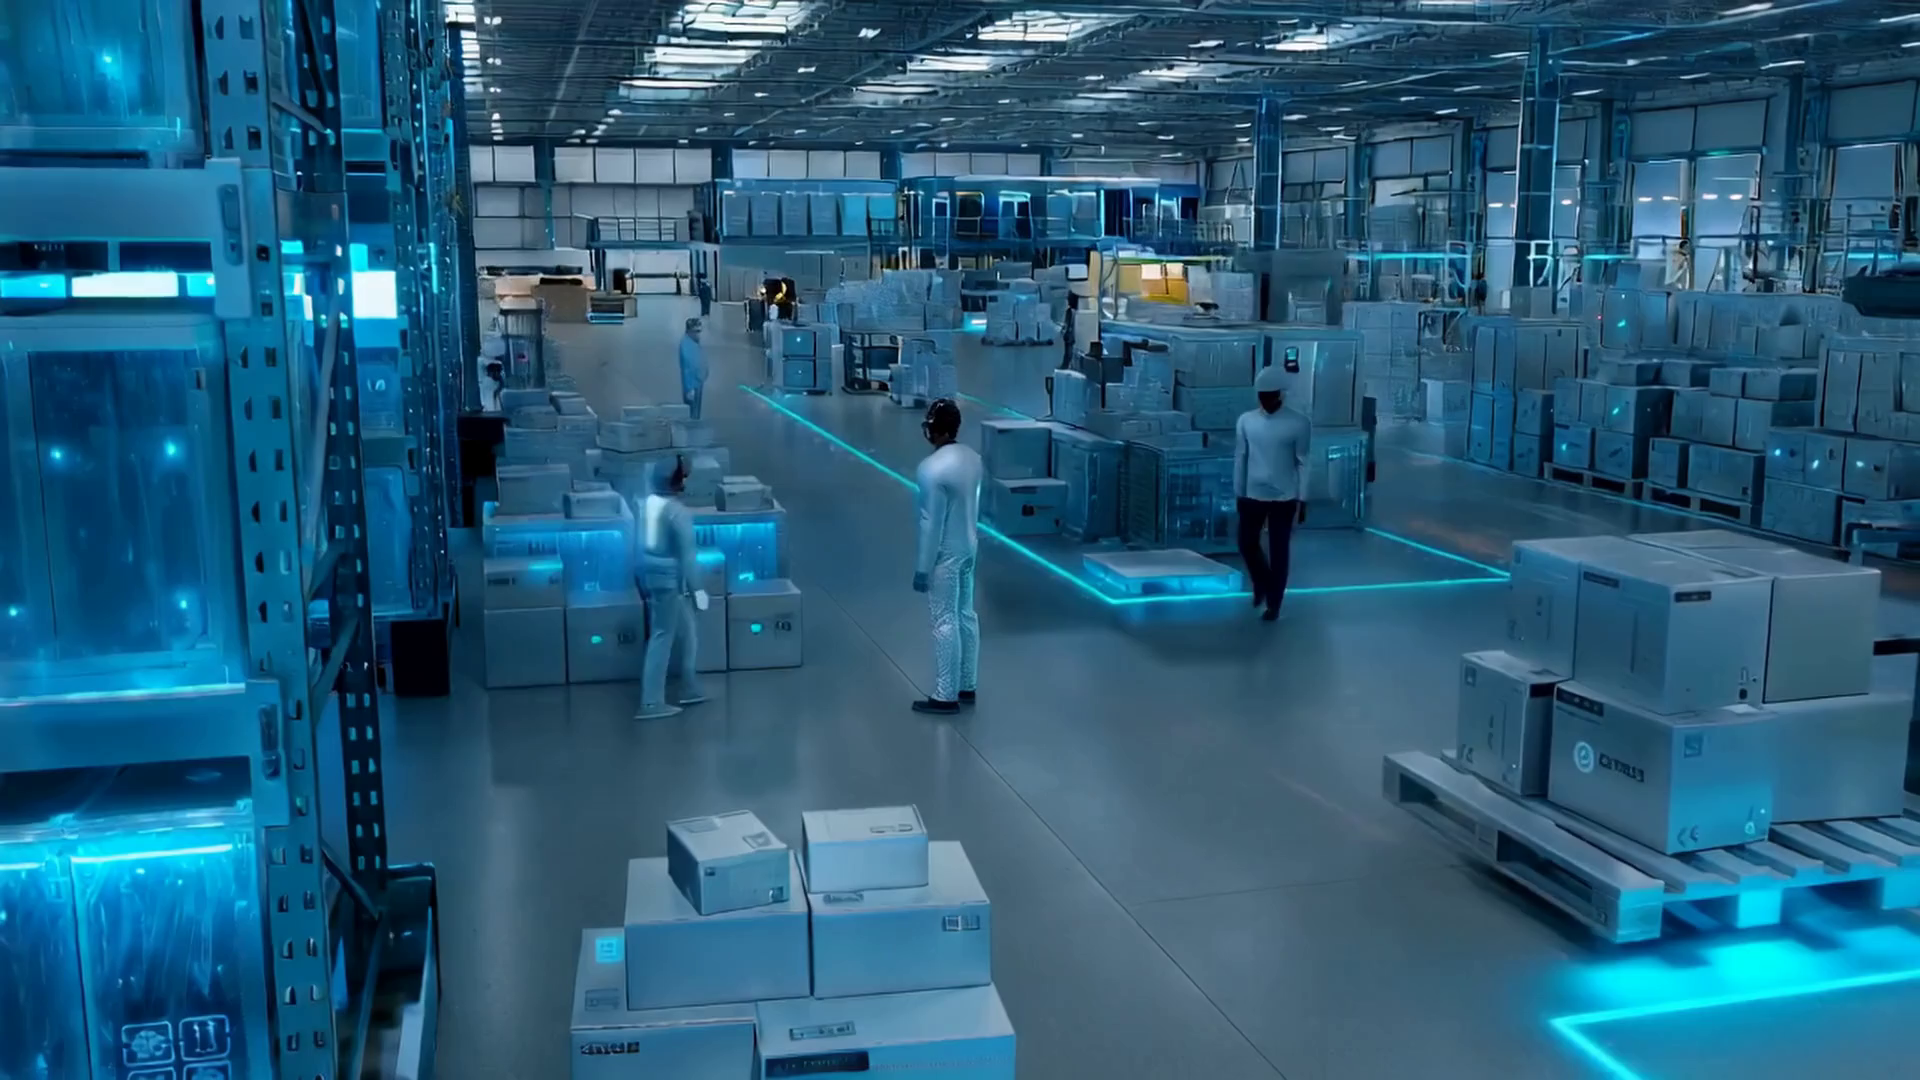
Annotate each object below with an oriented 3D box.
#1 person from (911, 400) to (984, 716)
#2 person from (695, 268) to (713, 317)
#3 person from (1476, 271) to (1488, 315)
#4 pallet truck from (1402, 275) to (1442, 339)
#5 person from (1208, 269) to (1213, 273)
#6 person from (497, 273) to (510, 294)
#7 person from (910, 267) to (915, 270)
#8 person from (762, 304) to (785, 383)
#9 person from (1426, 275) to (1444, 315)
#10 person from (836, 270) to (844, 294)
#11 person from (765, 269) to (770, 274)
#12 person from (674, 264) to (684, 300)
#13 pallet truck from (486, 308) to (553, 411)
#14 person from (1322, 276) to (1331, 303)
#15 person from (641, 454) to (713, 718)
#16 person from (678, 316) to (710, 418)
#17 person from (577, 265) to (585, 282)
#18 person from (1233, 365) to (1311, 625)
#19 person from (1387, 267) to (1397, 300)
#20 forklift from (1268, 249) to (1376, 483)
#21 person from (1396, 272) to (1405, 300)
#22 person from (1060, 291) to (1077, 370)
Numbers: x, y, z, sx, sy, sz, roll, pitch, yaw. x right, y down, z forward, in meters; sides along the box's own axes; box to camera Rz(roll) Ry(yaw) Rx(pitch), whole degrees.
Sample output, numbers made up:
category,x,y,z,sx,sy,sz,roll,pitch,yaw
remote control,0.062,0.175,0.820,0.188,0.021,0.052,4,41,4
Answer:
category,x,y,z,sx,sy,sz,roll,pitch,yaw
person,-0.088,0.110,10.213,0.371,1.941,0.627,5,11,28
person,-10.393,-10.071,67.576,0.691,2.000,0.754,1,10,4
person,18.800,-8.709,59.996,0.377,1.995,0.612,8,13,39
pallet truck,14.620,-7.324,52.145,0.823,1.965,1.885,8,13,40
person,12.526,-12.809,83.888,0.485,1.748,0.543,7,12,35
person,-19.761,-10.685,71.935,0.534,1.738,0.837,-1,10,-3
person,-1.997,-10.393,69.566,0.616,1.986,1.026,-7,12,-33
person,-3.916,-4.111,34.941,0.540,1.645,0.884,2,10,9
person,17.360,-8.768,60.782,0.648,1.832,0.436,1,10,7
person,-4.896,-9.903,67.017,0.936,1.910,0.638,-3,10,-16
person,-8.303,-10.841,72.356,0.571,1.883,0.980,-5,11,-27
person,-15.171,-13.933,89.766,0.366,1.928,0.585,7,12,33
pallet truck,-6.242,-2.418,24.362,0.823,1.965,1.885,1,10,3
person,12.295,-7.832,55.383,0.508,1.872,0.329,5,11,25
person,-1.697,0.278,10.158,0.644,1.610,0.530,-6,11,-29
person,-3.676,-2.143,23.066,0.411,1.908,0.643,0,10,-2
person,-19.709,-13.362,86.659,0.575,1.883,0.355,8,13,38
person,2.386,-0.351,12.730,0.619,1.981,0.520,5,11,26
person,20.272,-11.871,78.109,0.600,1.908,0.479,-8,13,-37
forklift,4.225,-2.155,20.375,1.129,2.768,1.873,-3,10,-16
person,20.857,-11.827,78.551,0.551,1.666,0.646,-9,13,-41
person,2.363,-4.440,36.057,0.392,1.914,0.587,-1,10,-7
